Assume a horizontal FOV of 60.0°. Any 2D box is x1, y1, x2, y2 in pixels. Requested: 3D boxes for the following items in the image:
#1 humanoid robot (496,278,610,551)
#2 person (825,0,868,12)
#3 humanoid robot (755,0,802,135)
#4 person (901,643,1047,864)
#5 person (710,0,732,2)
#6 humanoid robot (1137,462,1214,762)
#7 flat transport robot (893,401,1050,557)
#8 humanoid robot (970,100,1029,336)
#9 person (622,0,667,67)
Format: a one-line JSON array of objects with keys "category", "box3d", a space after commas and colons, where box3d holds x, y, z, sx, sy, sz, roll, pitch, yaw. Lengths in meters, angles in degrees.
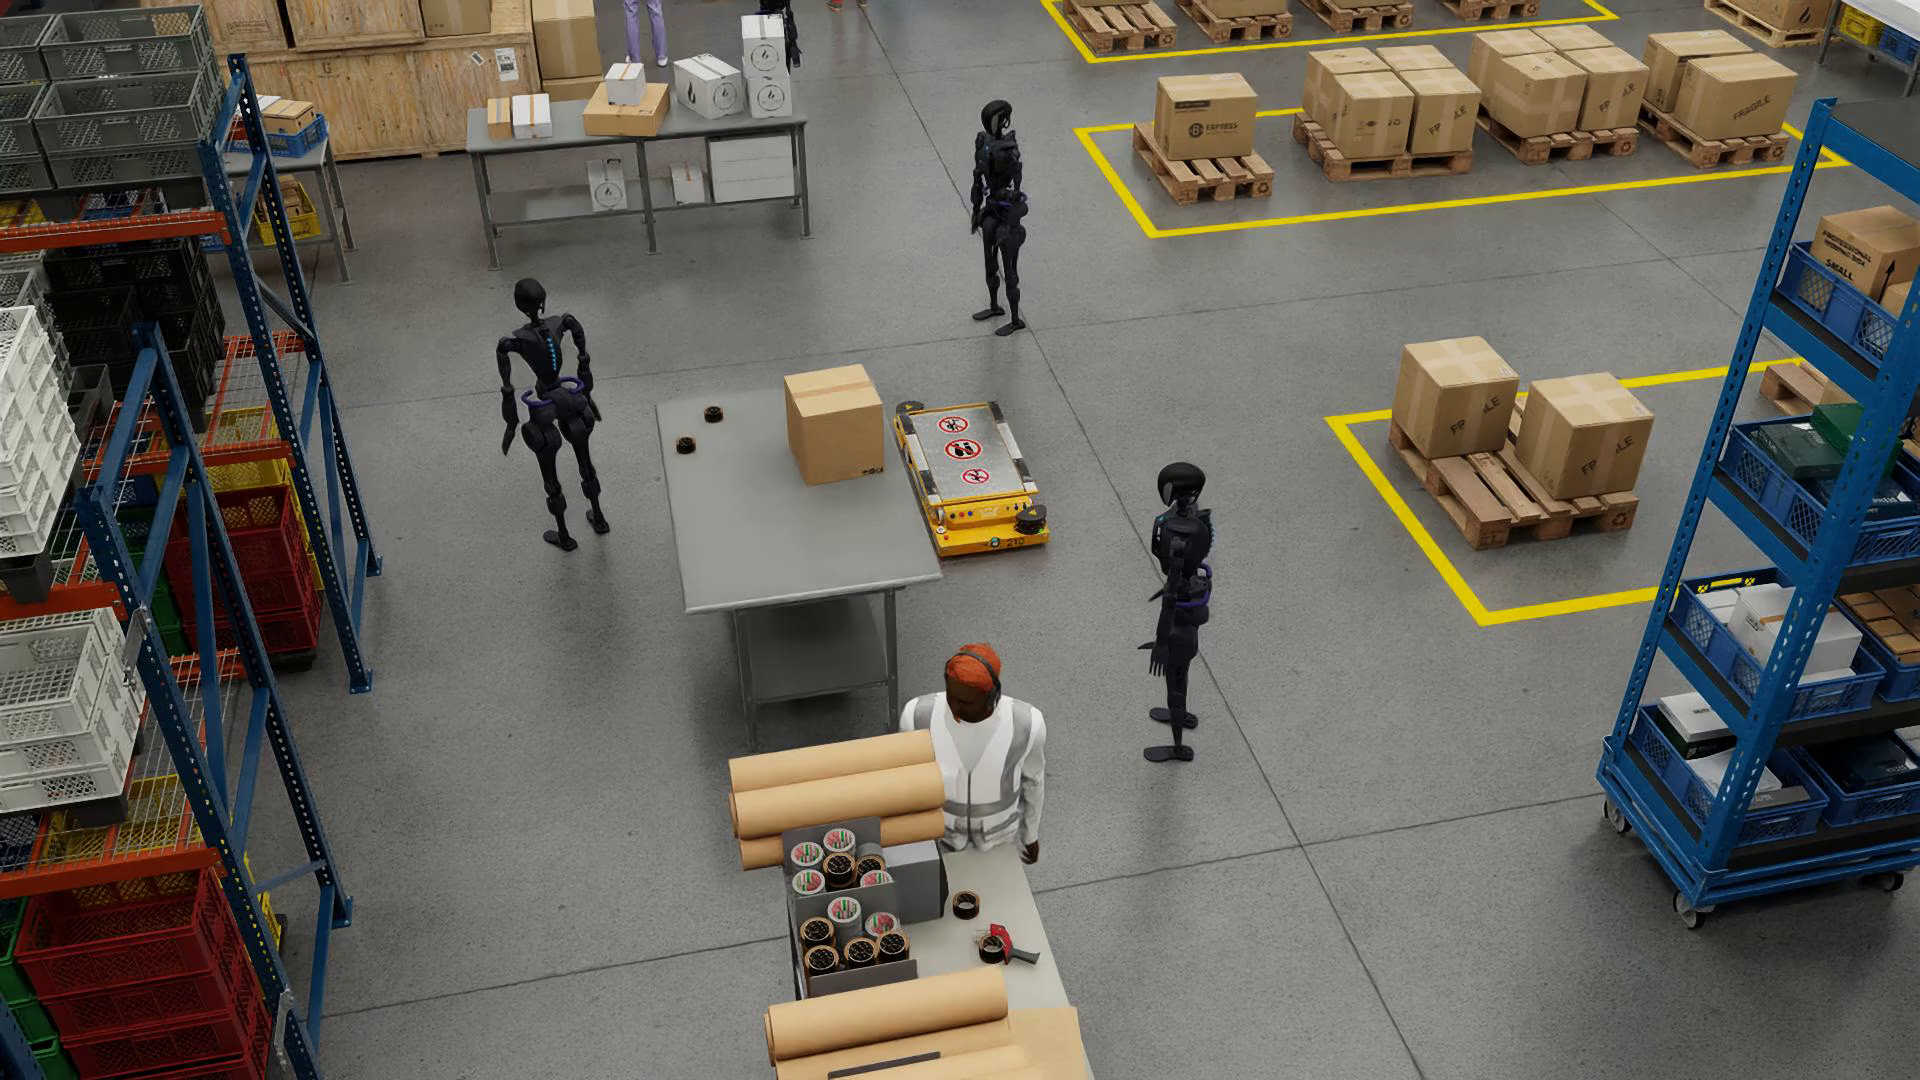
[{"category": "humanoid robot", "box3d": [-2.287, -0.712, 9.318, 0.601, 1.657, 0.330, -27, 44, -32]}, {"category": "person", "box3d": [-1.174, -6.285, 16.562, 0.608, 1.988, 0.388, -12, 38, -16]}, {"category": "humanoid robot", "box3d": [-1.549, -4.291, 14.130, 0.310, 1.656, 0.610, -20, 41, -25]}, {"category": "person", "box3d": [0.046, 1.146, 6.663, 0.572, 1.881, 0.358, 2, 37, 3]}, {"category": "person", "box3d": [-2.236, -6.538, 16.858, 1.034, 2.000, 0.698, -15, 39, -19]}, {"category": "humanoid robot", "box3d": [1.033, 0.332, 7.925, 0.328, 1.652, 0.573, 6, 37, 8]}, {"category": "flat transport robot", "box3d": [0.046, -0.430, 10.108, 0.652, 0.197, 1.431, -8, 37, -10]}, {"category": "humanoid robot", "box3d": [0.265, -2.194, 11.321, 0.313, 1.653, 0.562, -21, 42, -26]}, {"category": "person", "box3d": [-2.979, -5.319, 15.324, 0.586, 1.919, 0.398, -11, 38, -15]}]
